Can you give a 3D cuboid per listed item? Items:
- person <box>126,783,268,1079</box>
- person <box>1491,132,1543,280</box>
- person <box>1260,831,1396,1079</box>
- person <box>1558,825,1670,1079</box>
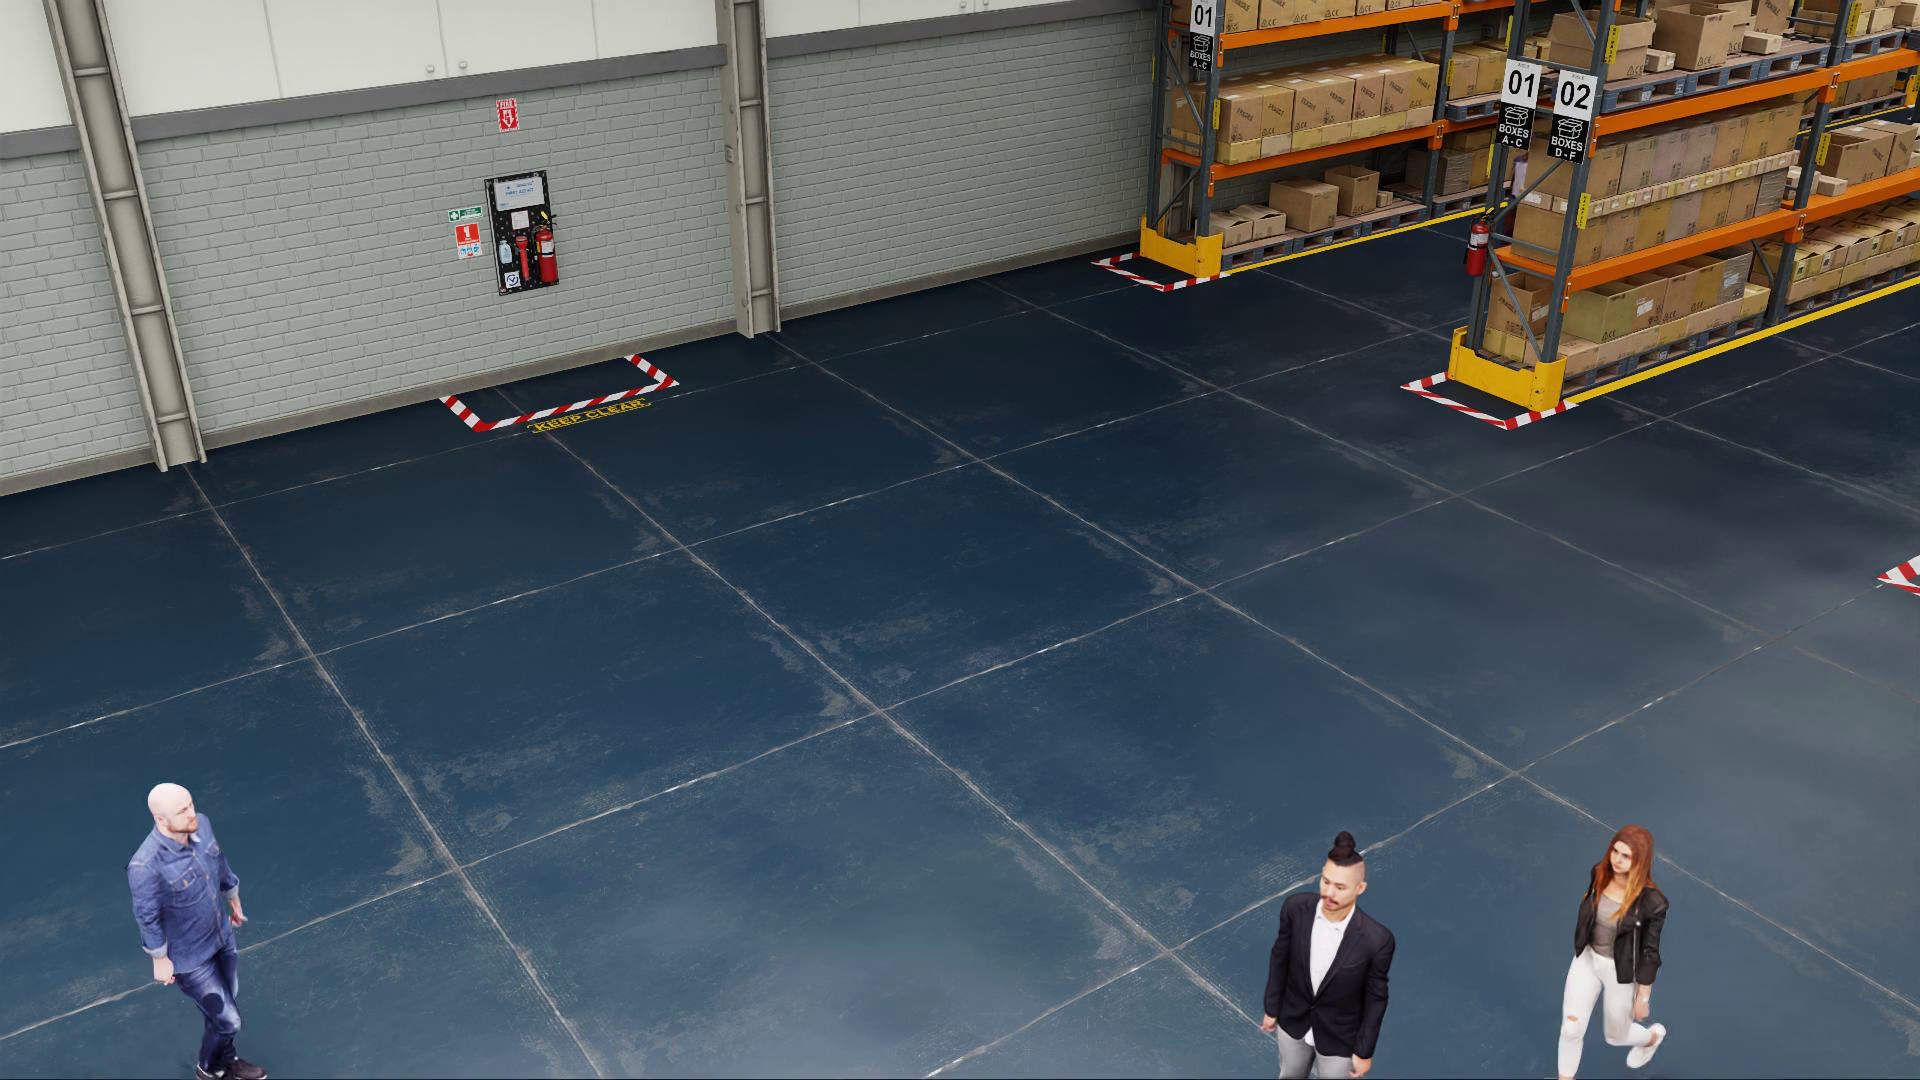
[{"bbox_3d":[-3.748,1.945,8.035,0.898,1.815,0.847,4,28,8],"label":"person"},{"bbox_3d":[6.707,-3.941,19.616,1.248,1.678,0.747,-23,35,-38],"label":"person"},{"bbox_3d":[1.645,2.139,7.515,0.775,1.948,0.718,19,33,33],"label":"person"},{"bbox_3d":[3.171,2.051,7.982,1.047,1.674,0.646,-15,31,-26],"label":"person"}]
